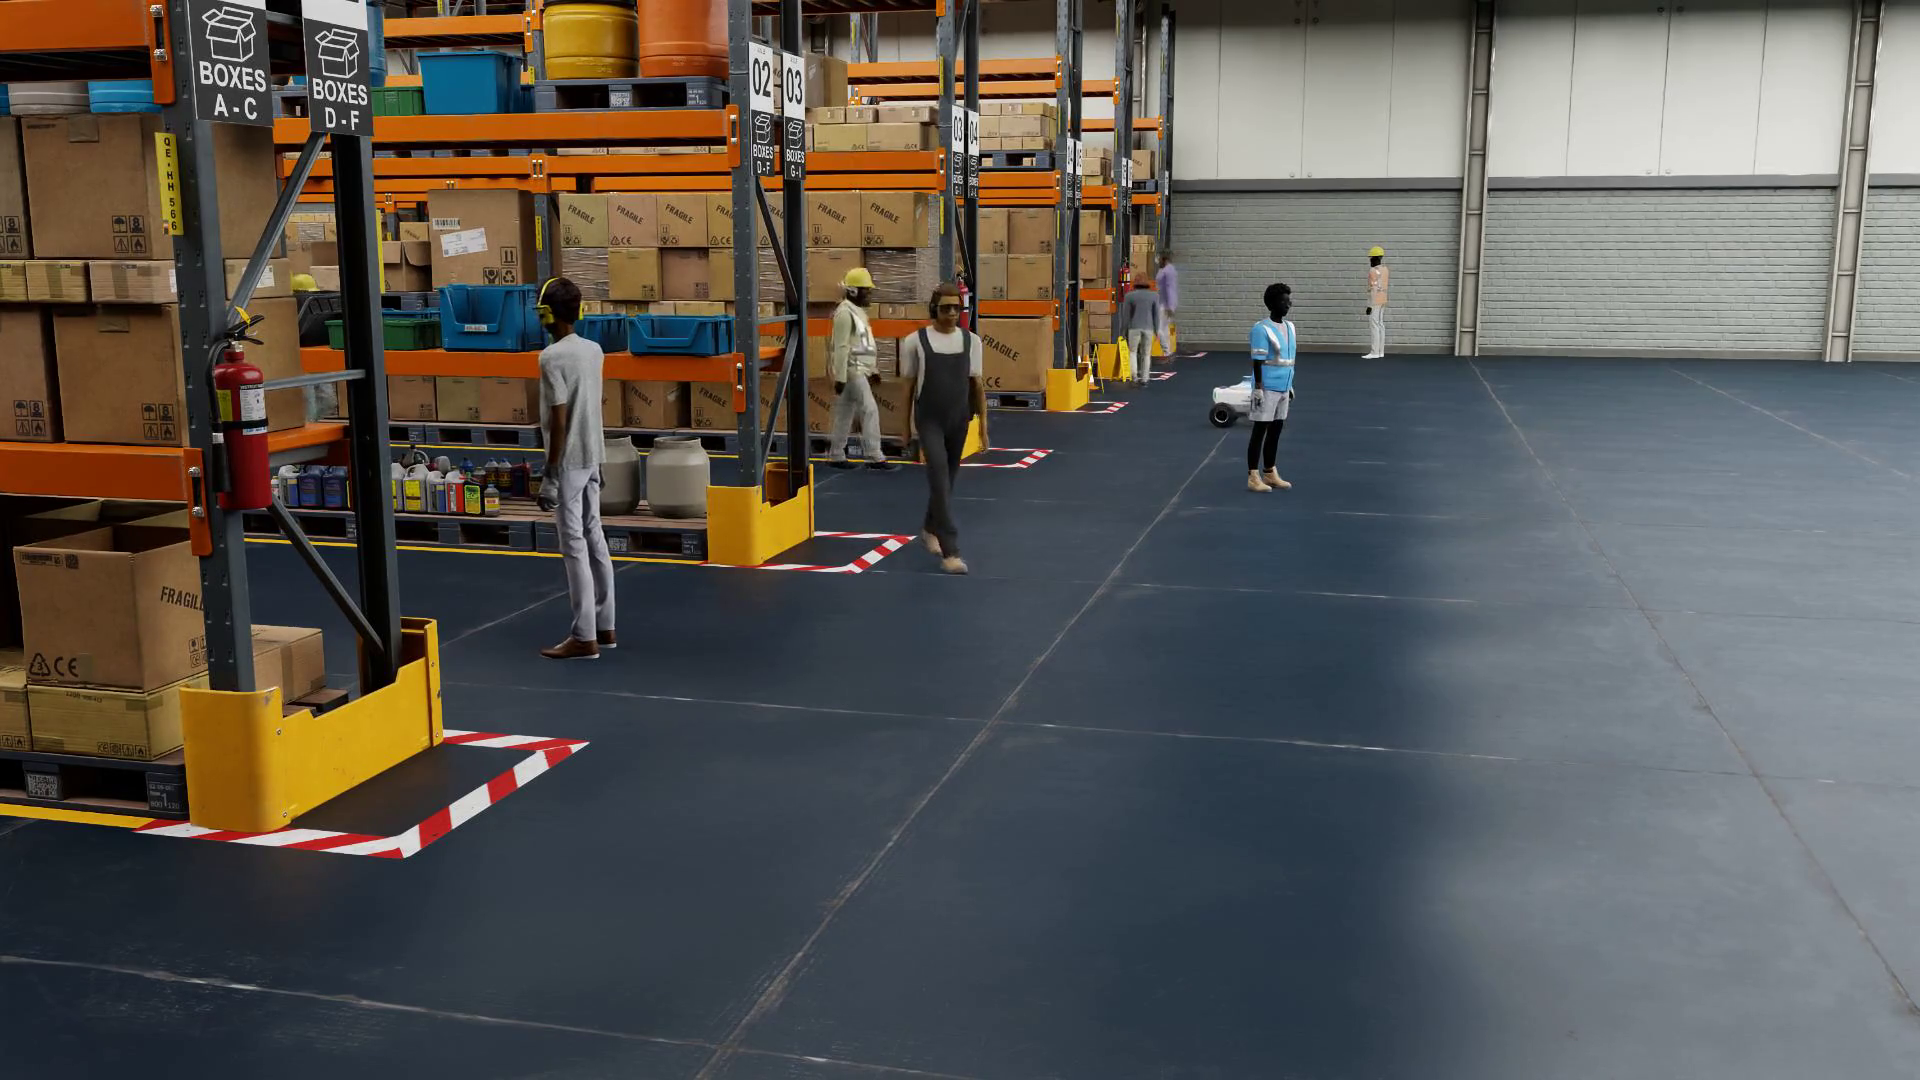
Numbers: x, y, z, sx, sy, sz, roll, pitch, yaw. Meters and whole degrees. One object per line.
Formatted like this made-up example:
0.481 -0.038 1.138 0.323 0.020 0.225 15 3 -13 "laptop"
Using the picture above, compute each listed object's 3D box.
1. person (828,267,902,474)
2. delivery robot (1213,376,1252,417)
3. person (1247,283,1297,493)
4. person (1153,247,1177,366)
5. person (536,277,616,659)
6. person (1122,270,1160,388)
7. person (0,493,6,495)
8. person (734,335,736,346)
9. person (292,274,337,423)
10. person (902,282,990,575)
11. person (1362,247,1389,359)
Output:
-0.817 -1.478 14.618 0.803 1.798 0.594 1 10 3 "person"
3.135 -1.551 18.189 0.707 0.478 0.477 3 11 16 "delivery robot"
2.549 -1.236 13.539 0.318 1.695 0.539 10 14 43 "person"
3.271 -3.760 26.902 0.456 1.919 0.649 -1 10 -6 "person"
-1.904 -0.343 8.131 0.327 1.865 0.514 3 11 17 "person"
2.508 -2.910 23.036 0.512 1.637 0.447 0 10 2 "person"
-5.177 -0.494 8.903 0.996 1.879 0.563 4 11 21 "person"
-2.537 -2.190 18.824 0.317 1.695 0.540 7 12 34 "person"
-6.055 -1.610 15.516 0.358 1.727 0.501 1 10 5 "person"
-0.116 -0.733 10.512 0.520 1.797 0.989 -4 11 -22 "person"
7.166 -4.088 28.704 0.373 1.925 0.595 7 13 36 "person"
